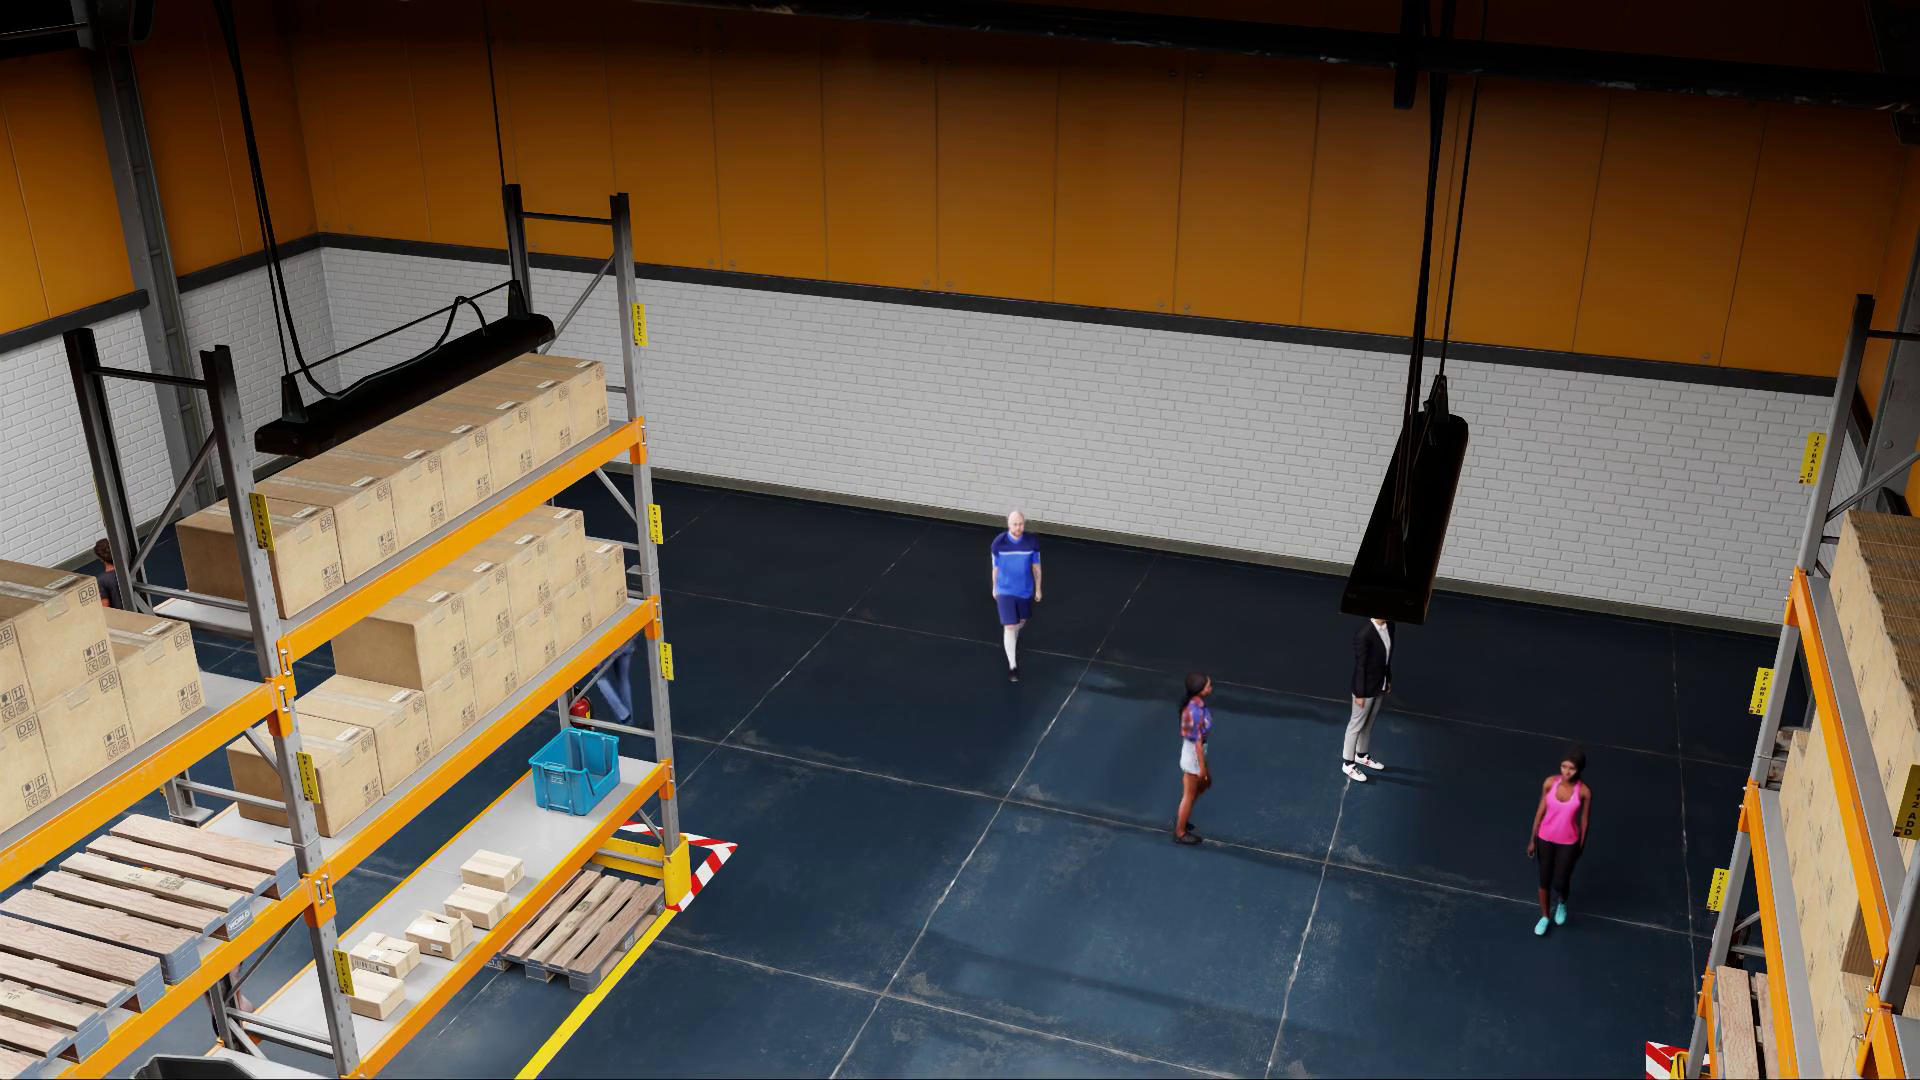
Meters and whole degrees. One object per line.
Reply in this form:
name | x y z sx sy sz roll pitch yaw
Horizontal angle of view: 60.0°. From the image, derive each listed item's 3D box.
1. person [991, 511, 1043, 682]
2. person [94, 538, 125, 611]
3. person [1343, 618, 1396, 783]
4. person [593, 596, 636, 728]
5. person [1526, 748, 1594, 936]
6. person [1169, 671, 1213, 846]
person | 0.584 0.522 17.804 1.050 1.801 1.299 -3 24 -6
person | -8.631 0.806 17.175 0.695 1.784 0.526 10 26 23
person | 3.881 1.327 15.775 0.708 1.950 0.852 -21 31 -39
person | -3.356 1.151 16.390 0.767 1.780 0.848 -20 31 -38
person | 4.900 2.424 13.563 0.652 1.713 0.727 16 28 32
person | 1.973 1.924 14.684 0.736 1.731 0.627 1 24 2
